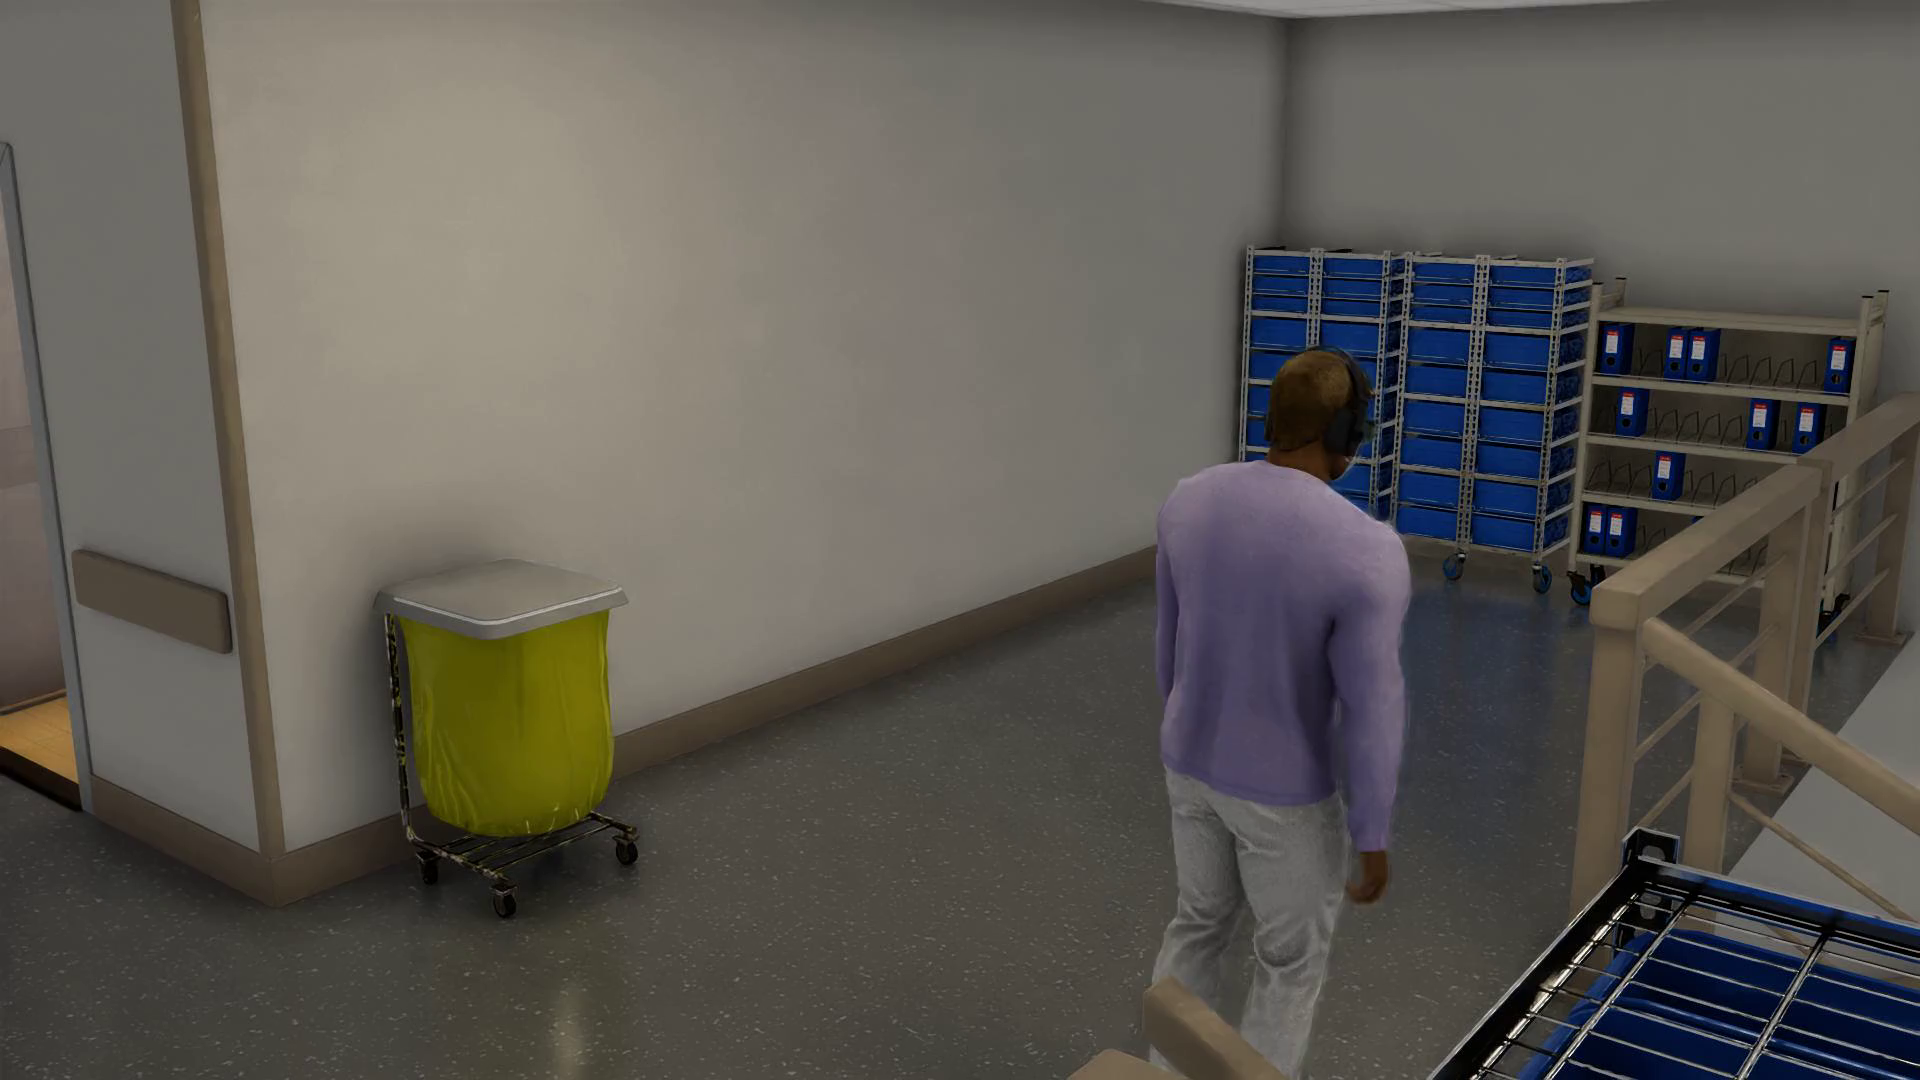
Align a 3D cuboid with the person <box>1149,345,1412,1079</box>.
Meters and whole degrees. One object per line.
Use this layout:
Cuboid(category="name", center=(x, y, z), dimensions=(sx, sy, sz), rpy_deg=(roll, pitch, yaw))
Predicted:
Cuboid(category="person", center=(0.675, 0.538, 3.638), dimensions=(0.427, 1.915, 0.652), rpy_deg=(-11, 17, -39))
